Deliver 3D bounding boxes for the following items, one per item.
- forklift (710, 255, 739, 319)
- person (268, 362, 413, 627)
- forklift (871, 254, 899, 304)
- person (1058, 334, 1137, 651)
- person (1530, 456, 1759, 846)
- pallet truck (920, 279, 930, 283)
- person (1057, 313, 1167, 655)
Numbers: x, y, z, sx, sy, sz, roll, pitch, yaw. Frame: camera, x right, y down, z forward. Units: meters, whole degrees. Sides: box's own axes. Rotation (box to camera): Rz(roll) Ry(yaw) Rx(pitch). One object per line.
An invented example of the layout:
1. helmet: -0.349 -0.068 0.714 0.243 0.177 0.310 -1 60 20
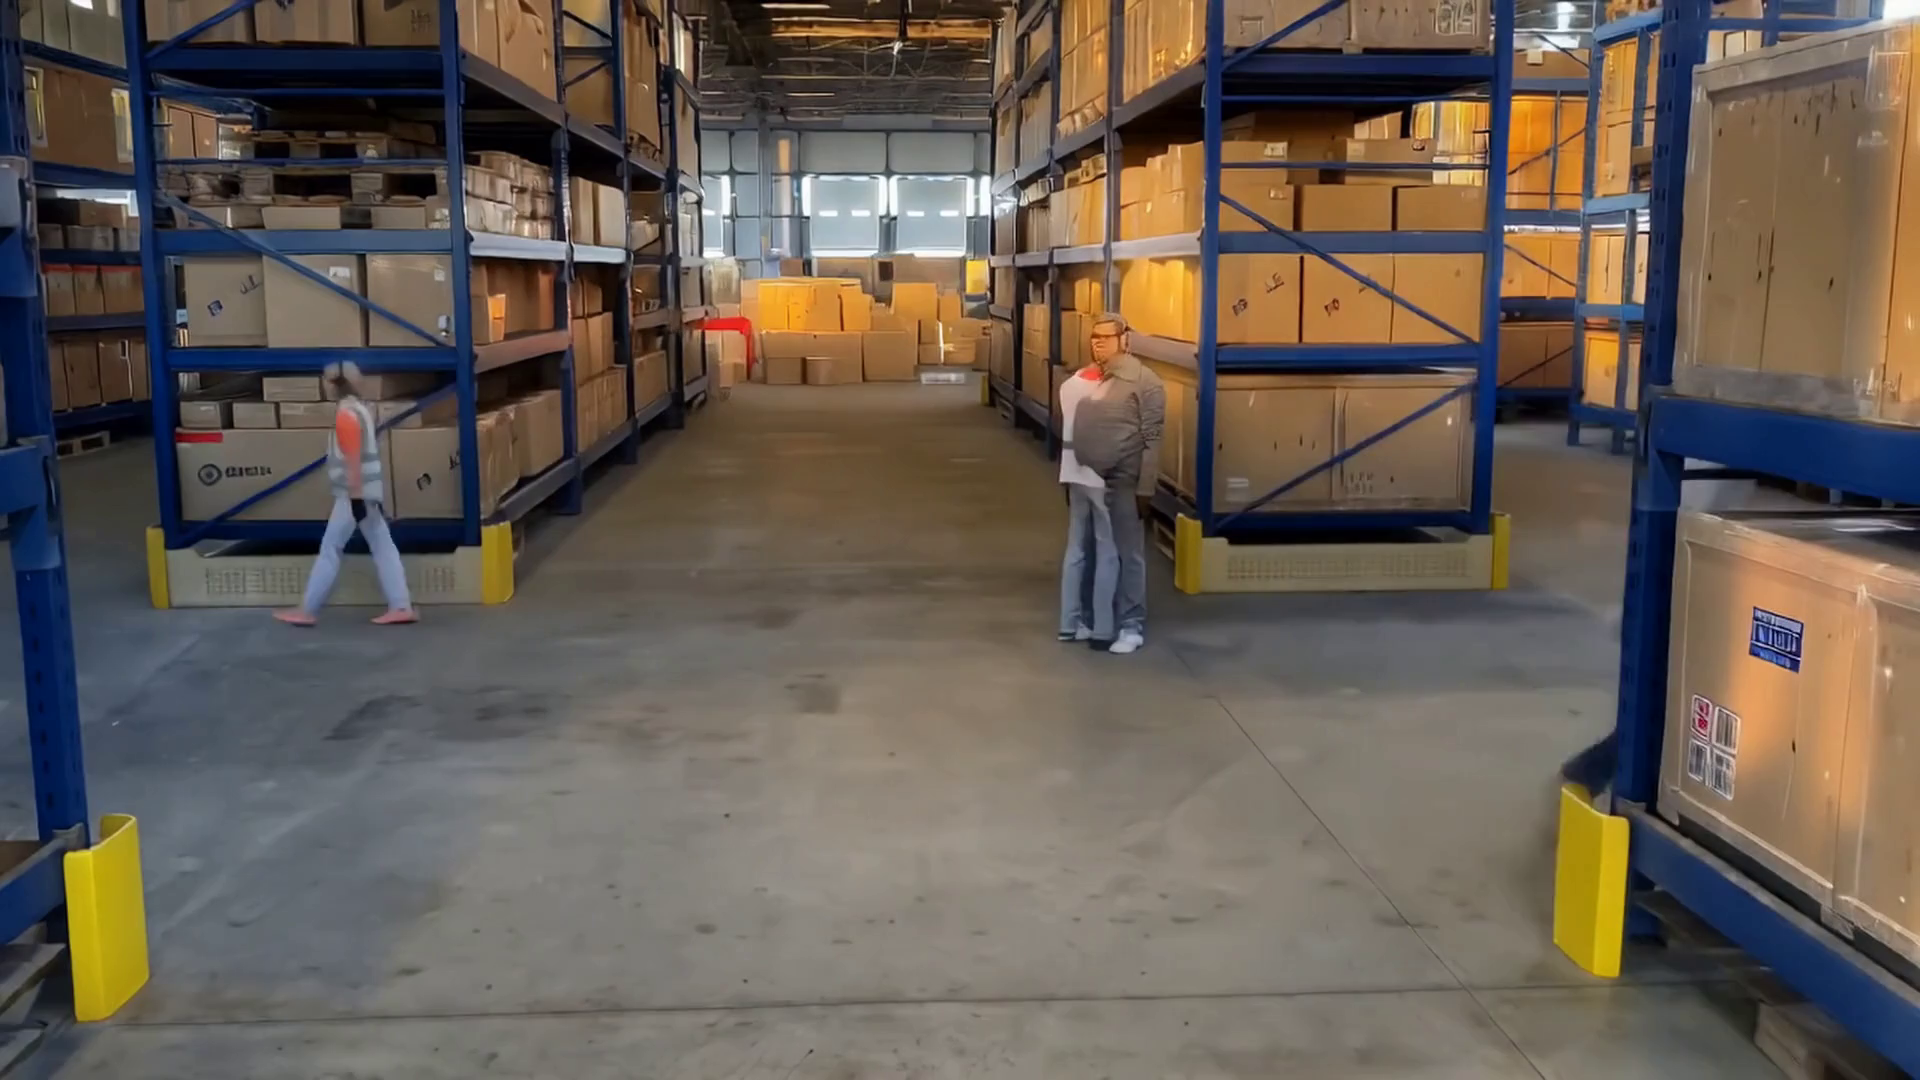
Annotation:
1. forklift: -8.368 -8.713 59.038 1.129 2.768 1.873 -1 9 -4
2. person: -3.715 -0.260 9.947 0.843 1.592 0.546 -1 9 -8
3. forklift: -2.482 -8.176 55.669 1.129 2.768 1.873 -6 11 -32
4. person: 0.776 -0.290 9.433 0.565 1.836 0.396 9 13 43
5. person: 2.529 0.207 5.956 0.898 1.957 0.629 0 9 -3
6. pallet truck: -0.932 -8.922 63.114 1.885 1.965 0.823 2 9 13
7. person: 0.833 -0.318 9.372 0.639 1.911 0.406 9 13 44
